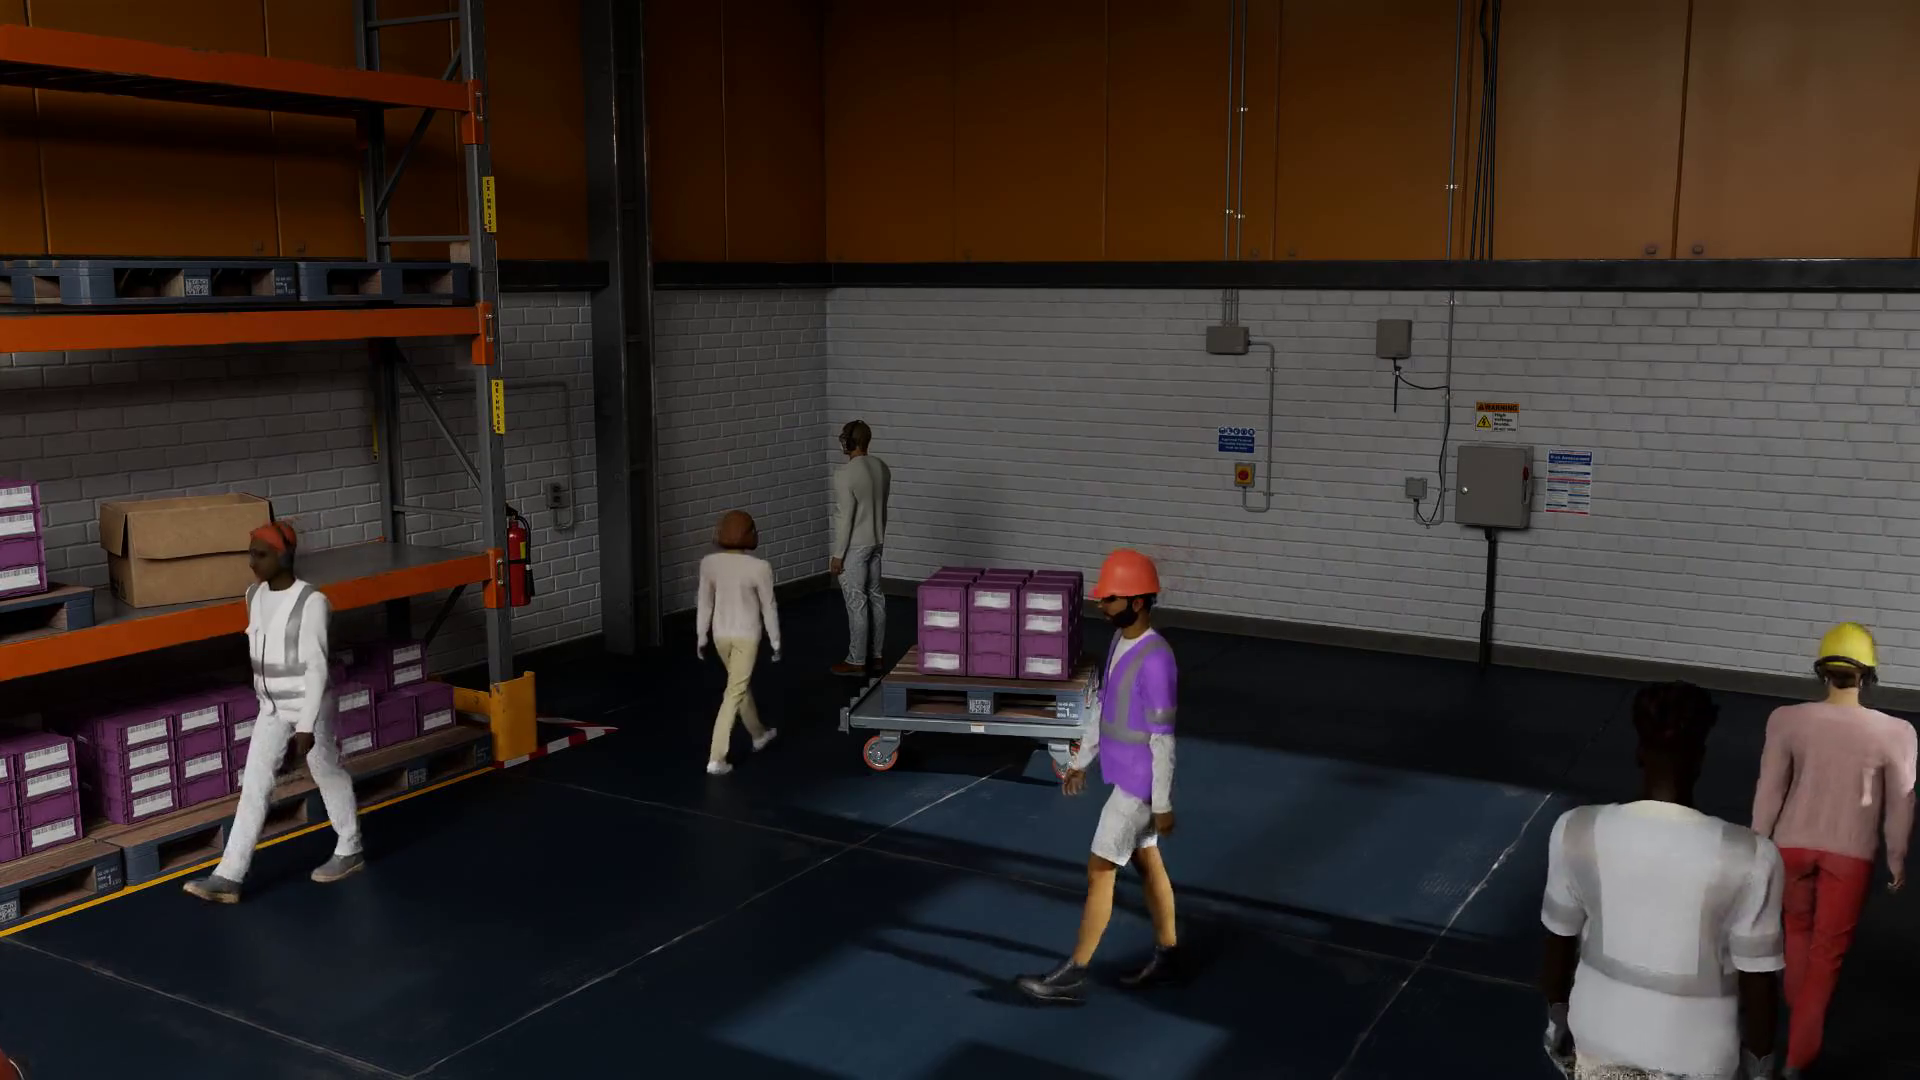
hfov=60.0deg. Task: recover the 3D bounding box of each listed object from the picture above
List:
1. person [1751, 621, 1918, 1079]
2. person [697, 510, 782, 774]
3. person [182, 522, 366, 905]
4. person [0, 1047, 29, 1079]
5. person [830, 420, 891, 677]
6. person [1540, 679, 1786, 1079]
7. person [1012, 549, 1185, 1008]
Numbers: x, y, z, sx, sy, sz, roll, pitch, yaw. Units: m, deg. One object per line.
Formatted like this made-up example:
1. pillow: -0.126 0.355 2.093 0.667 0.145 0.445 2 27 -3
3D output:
1. person: 3.259 1.175 6.281 0.528 1.723 0.878 8 12 42
2. person: -1.350 0.604 10.240 0.517 1.582 0.880 4 10 25
3. person: -3.294 0.838 8.020 0.608 1.831 0.966 5 11 30
4. person: -1.425 1.654 2.459 0.664 1.987 1.021 -1 9 -8
5. person: -0.766 0.060 12.564 0.372 1.940 0.629 5 10 29
6. person: 1.901 1.338 4.533 0.643 1.953 0.416 6 11 35
7. person: 0.582 0.986 6.900 0.825 1.907 0.556 -1 9 -4
